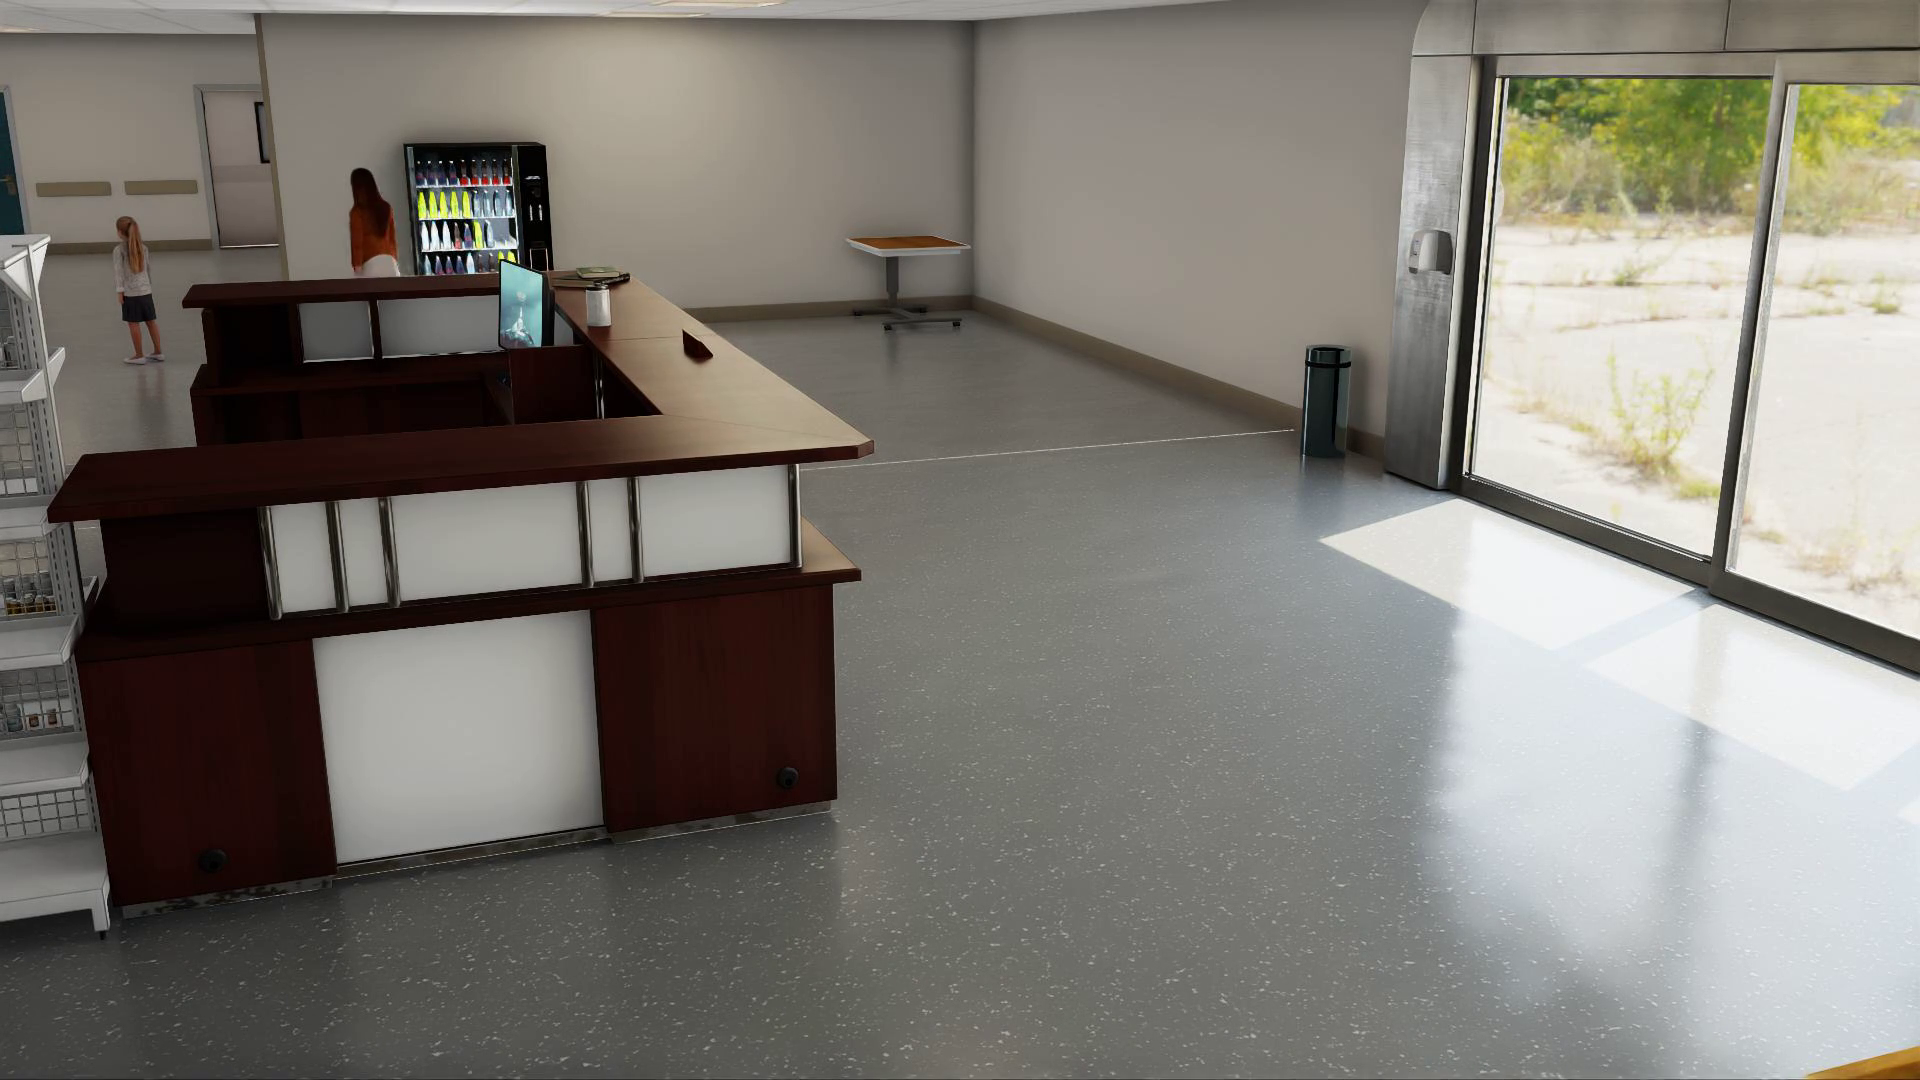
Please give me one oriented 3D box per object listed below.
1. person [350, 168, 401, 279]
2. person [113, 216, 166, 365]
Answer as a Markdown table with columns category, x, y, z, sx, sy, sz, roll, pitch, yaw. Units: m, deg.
| category | x | y | z | sx | sy | sz | roll | pitch | yaw |
| --- | --- | --- | --- | --- | --- | --- | --- | --- | --- |
| person | -4.831 | -2.248 | 13.978 | 0.965 | 1.706 | 0.956 | 10 | 19 | 32 |
| person | -7.219 | -2.195 | 14.575 | 0.659 | 1.274 | 0.600 | 7 | 17 | 23 |
